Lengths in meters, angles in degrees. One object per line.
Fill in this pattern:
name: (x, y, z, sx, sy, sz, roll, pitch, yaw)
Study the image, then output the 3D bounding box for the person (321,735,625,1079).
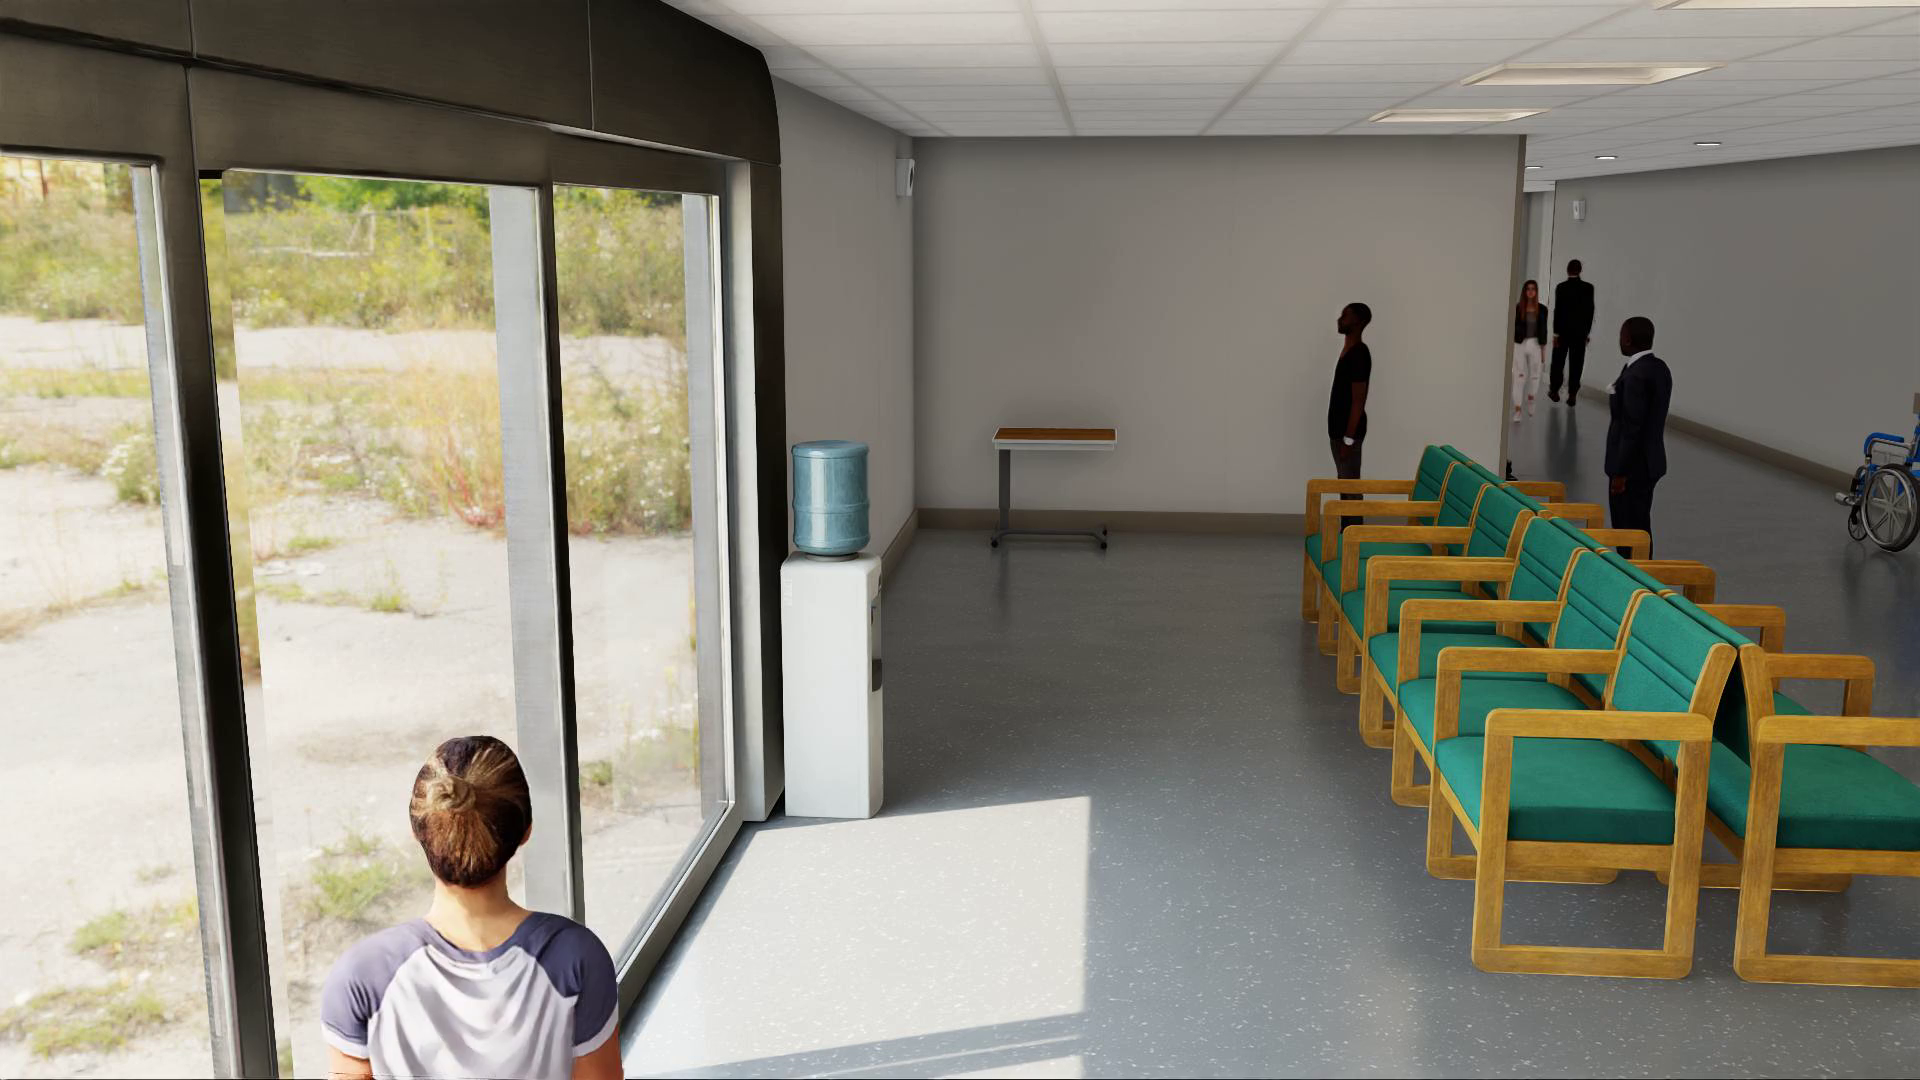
person: (-0.702, 1.084, 2.500, 0.571, 1.621, 0.698, -3, 11, -16)

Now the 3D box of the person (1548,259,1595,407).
person: (7.929, -2.649, 21.513, 1.070, 1.866, 0.800, 2, 11, 11)

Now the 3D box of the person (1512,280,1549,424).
person: (6.769, -2.249, 19.885, 0.784, 1.687, 0.753, 3, 11, 17)

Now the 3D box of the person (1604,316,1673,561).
person: (3.983, -0.410, 9.828, 0.787, 1.823, 0.787, 8, 13, 36)

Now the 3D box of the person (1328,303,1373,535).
person: (2.779, -0.786, 11.862, 0.514, 1.803, 0.630, 1, 11, 4)
